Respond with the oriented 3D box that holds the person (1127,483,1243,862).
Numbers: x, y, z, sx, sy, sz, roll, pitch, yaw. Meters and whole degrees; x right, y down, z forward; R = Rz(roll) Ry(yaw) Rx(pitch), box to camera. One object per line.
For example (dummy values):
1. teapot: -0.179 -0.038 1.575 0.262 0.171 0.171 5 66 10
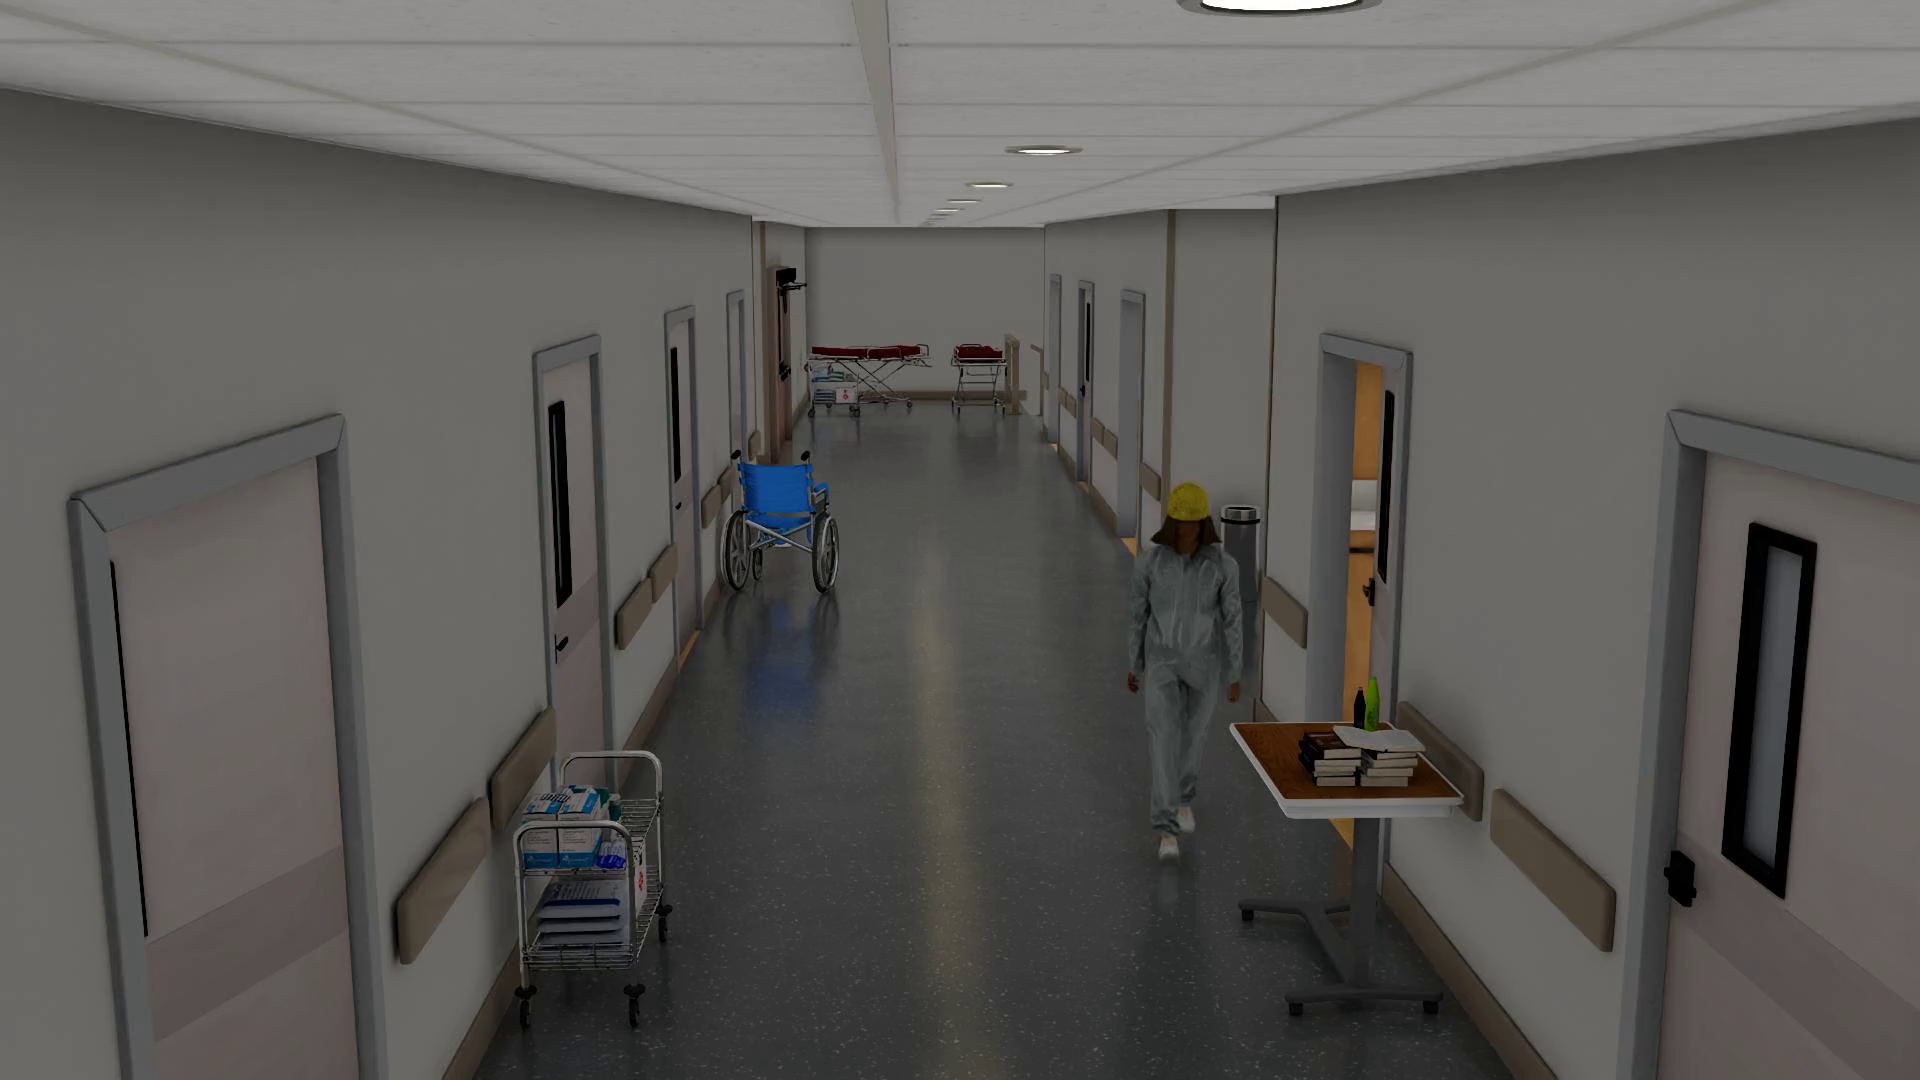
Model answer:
1. person: 1.024 0.589 7.532 0.506 1.693 0.921 0 10 1
